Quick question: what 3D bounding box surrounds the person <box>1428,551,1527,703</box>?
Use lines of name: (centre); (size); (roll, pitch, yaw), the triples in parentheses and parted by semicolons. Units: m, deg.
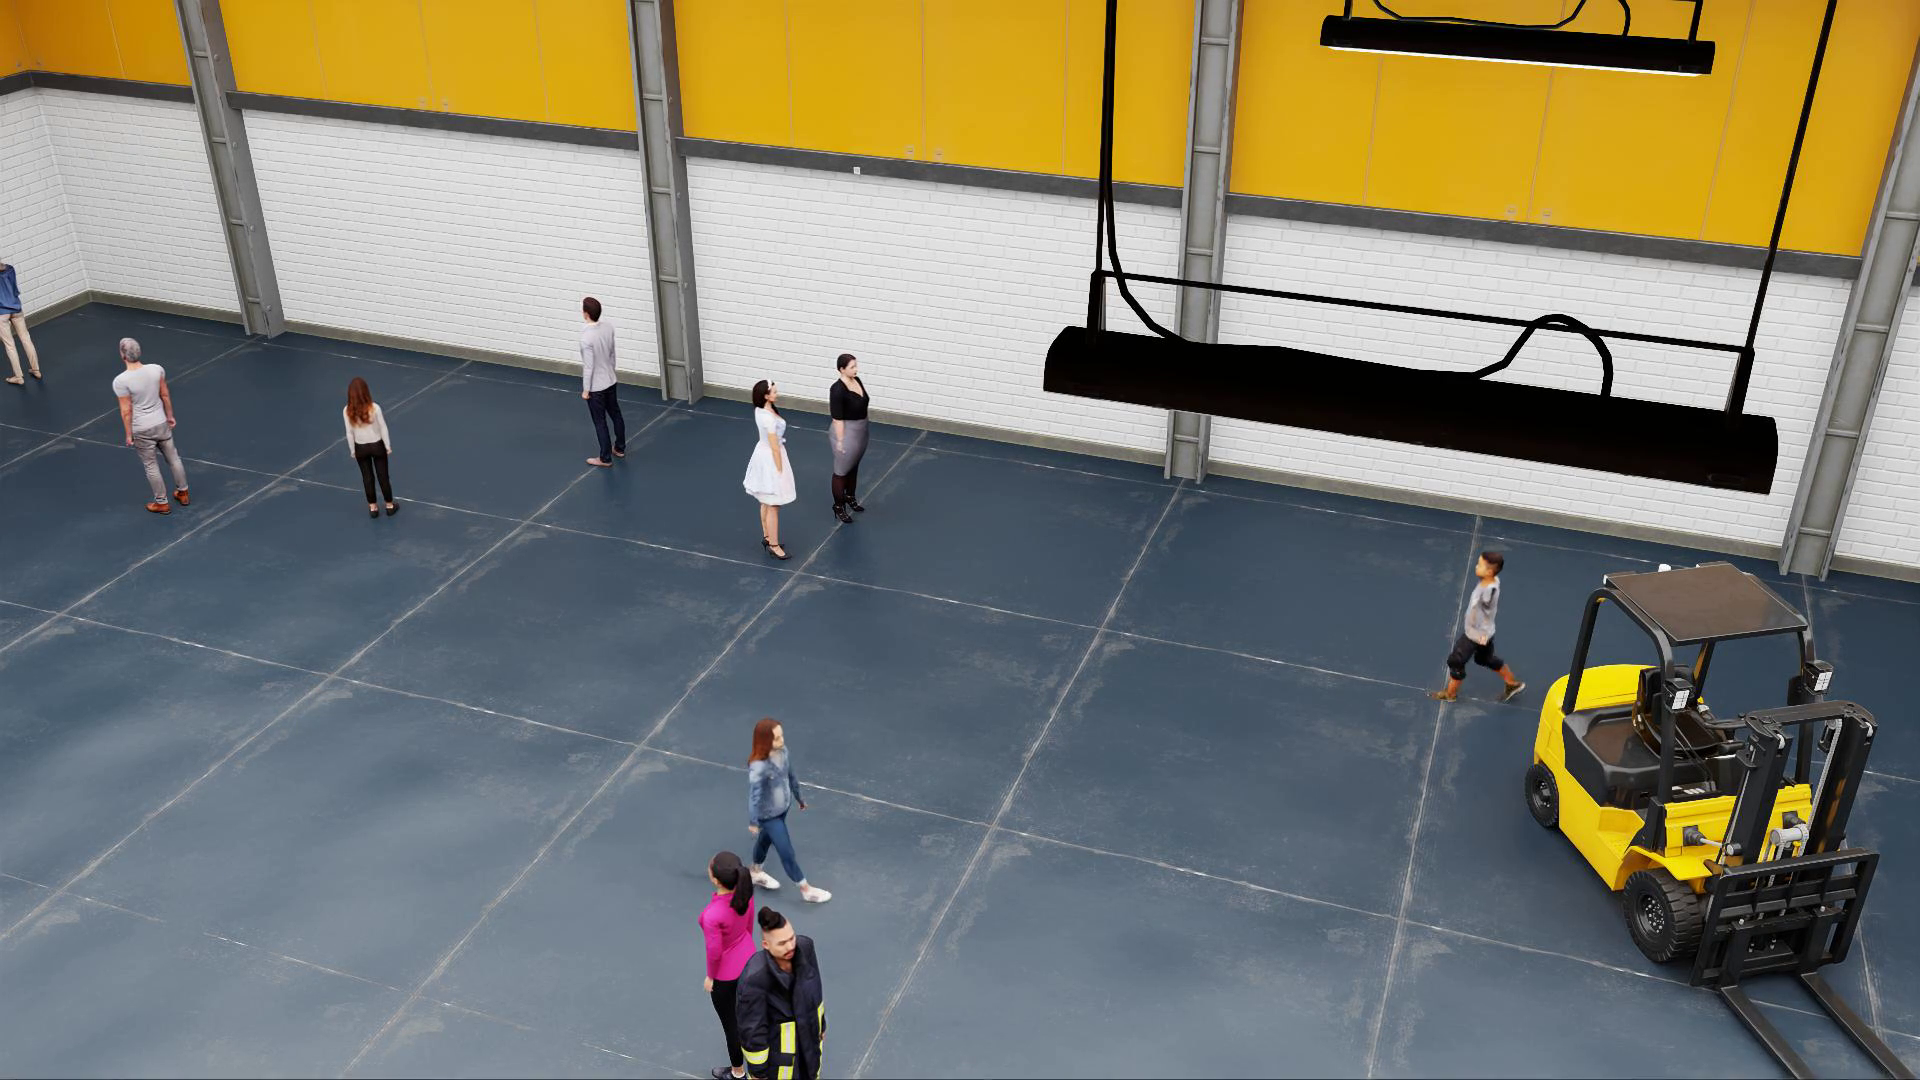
person: (4.341, 0.696, 13.636); (1.026, 1.432, 0.673); (6, 29, 11)

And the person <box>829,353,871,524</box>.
person: (-1.113, -1.034, 16.465); (0.613, 1.758, 0.673); (12, 31, 20)

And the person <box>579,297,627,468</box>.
person: (-3.794, -1.681, 17.554); (0.599, 1.853, 0.694); (13, 31, 23)

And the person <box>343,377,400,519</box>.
person: (-5.869, -0.919, 16.541); (0.579, 1.485, 0.677); (-5, 29, -10)

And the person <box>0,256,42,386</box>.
person: (-11.190, -2.668, 19.525); (0.602, 1.697, 0.641); (14, 32, 25)

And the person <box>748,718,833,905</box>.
person: (-1.360, 1.847, 11.504); (0.912, 1.452, 0.611); (12, 31, 20)

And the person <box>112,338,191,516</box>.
person: (-8.082, -1.142, 16.590); (0.622, 1.828, 0.740); (17, 33, 28)

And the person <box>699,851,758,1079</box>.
person: (-1.350, 2.549, 9.960); (0.625, 1.699, 0.621); (16, 32, 27)

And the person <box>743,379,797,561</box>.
person: (-1.792, -0.674, 15.743); (0.913, 1.818, 0.858); (-10, 30, -17)

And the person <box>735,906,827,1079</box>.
person: (-0.986, 2.798, 9.334); (0.824, 1.861, 0.842); (22, 36, 35)
